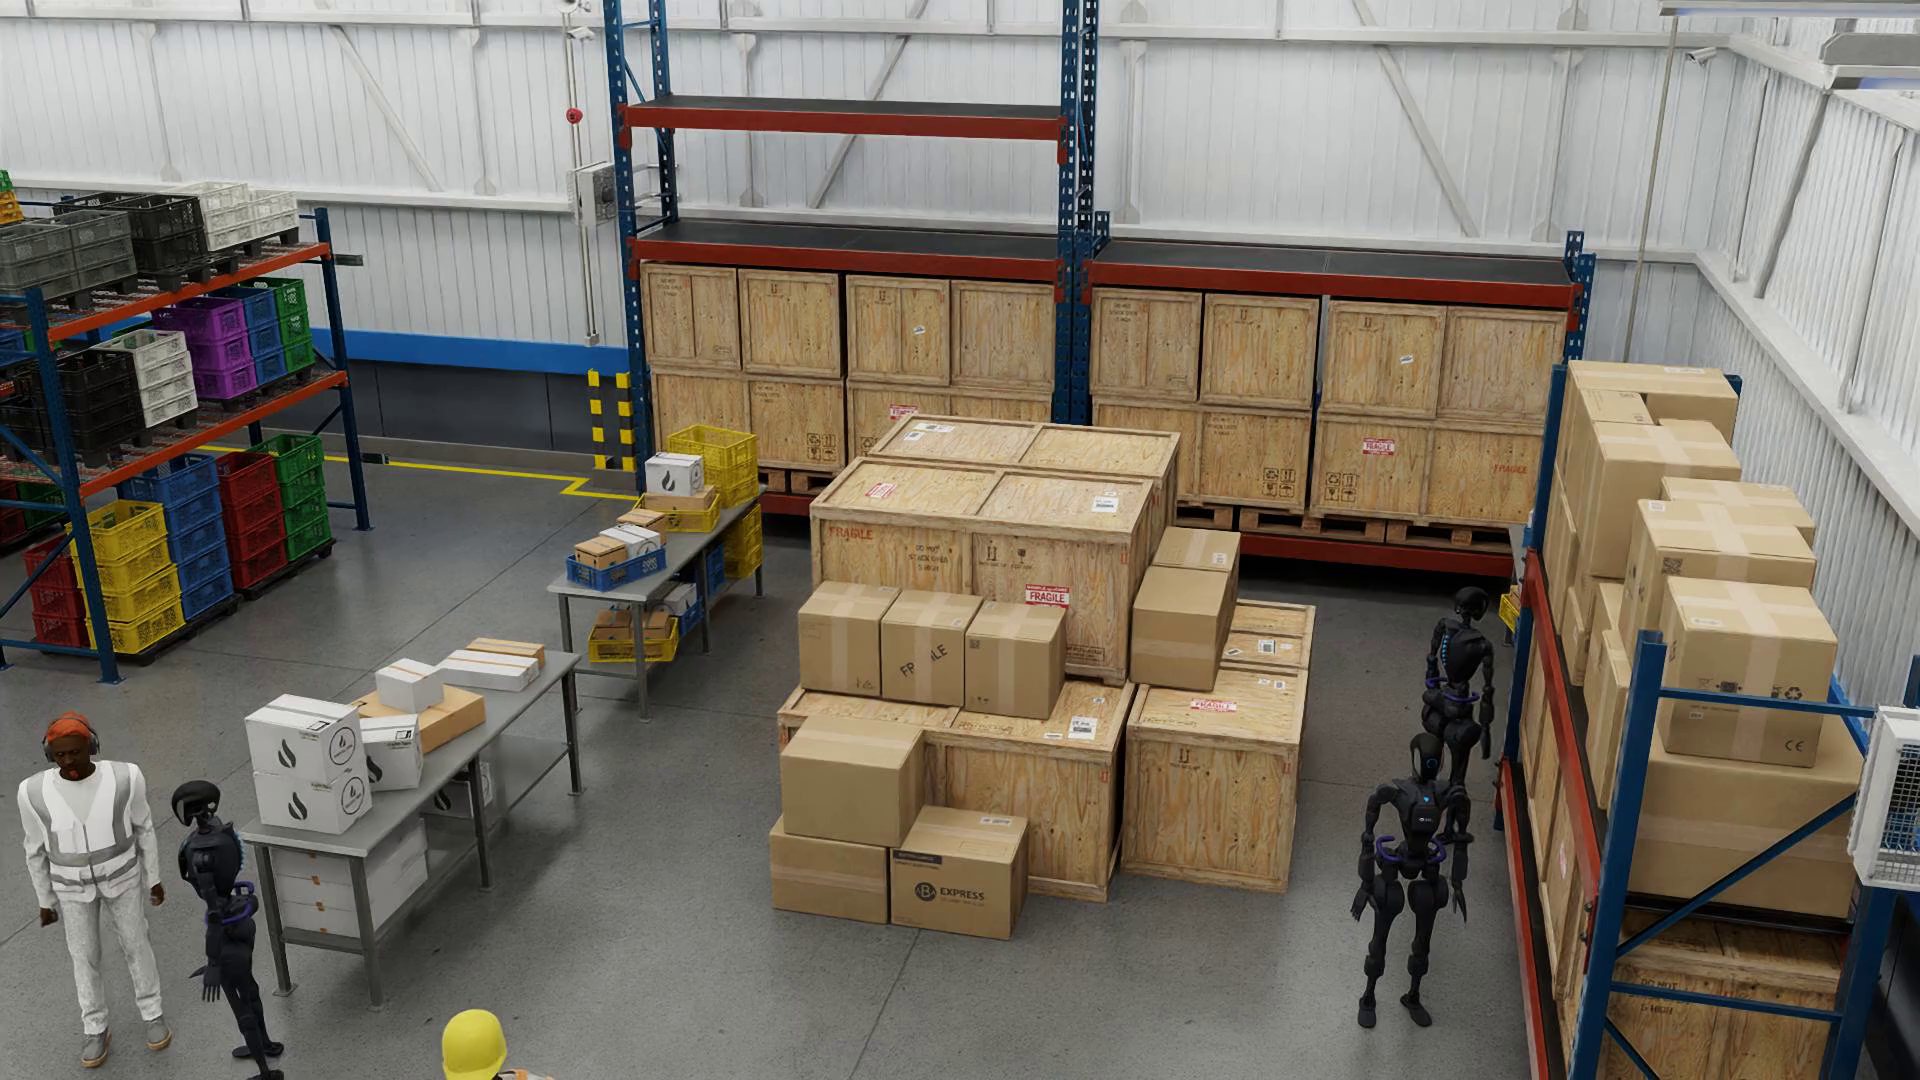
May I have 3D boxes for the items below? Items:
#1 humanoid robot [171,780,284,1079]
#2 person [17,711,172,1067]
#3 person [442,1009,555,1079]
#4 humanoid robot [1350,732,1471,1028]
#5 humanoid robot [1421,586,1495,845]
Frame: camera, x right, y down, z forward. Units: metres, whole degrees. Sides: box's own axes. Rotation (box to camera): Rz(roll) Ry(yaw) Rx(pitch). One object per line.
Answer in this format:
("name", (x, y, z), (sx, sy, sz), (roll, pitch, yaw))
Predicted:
("humanoid robot", (-3.561, 1.908, 8.063), (0.321, 1.657, 0.608), (-7, 22, -17))
("person", (-4.286, 1.722, 8.280), (0.572, 1.883, 0.354), (-10, 23, -23))
("person", (-1.694, 2.535, 6.092), (0.584, 1.928, 0.365), (-7, 22, -17))
("humanoid robot", (2.299, 1.744, 8.486), (0.587, 1.660, 0.330), (-1, 21, -2))
("humanoid robot", (3.055, 1.060, 10.279), (0.325, 1.657, 0.596), (-9, 23, -23))
